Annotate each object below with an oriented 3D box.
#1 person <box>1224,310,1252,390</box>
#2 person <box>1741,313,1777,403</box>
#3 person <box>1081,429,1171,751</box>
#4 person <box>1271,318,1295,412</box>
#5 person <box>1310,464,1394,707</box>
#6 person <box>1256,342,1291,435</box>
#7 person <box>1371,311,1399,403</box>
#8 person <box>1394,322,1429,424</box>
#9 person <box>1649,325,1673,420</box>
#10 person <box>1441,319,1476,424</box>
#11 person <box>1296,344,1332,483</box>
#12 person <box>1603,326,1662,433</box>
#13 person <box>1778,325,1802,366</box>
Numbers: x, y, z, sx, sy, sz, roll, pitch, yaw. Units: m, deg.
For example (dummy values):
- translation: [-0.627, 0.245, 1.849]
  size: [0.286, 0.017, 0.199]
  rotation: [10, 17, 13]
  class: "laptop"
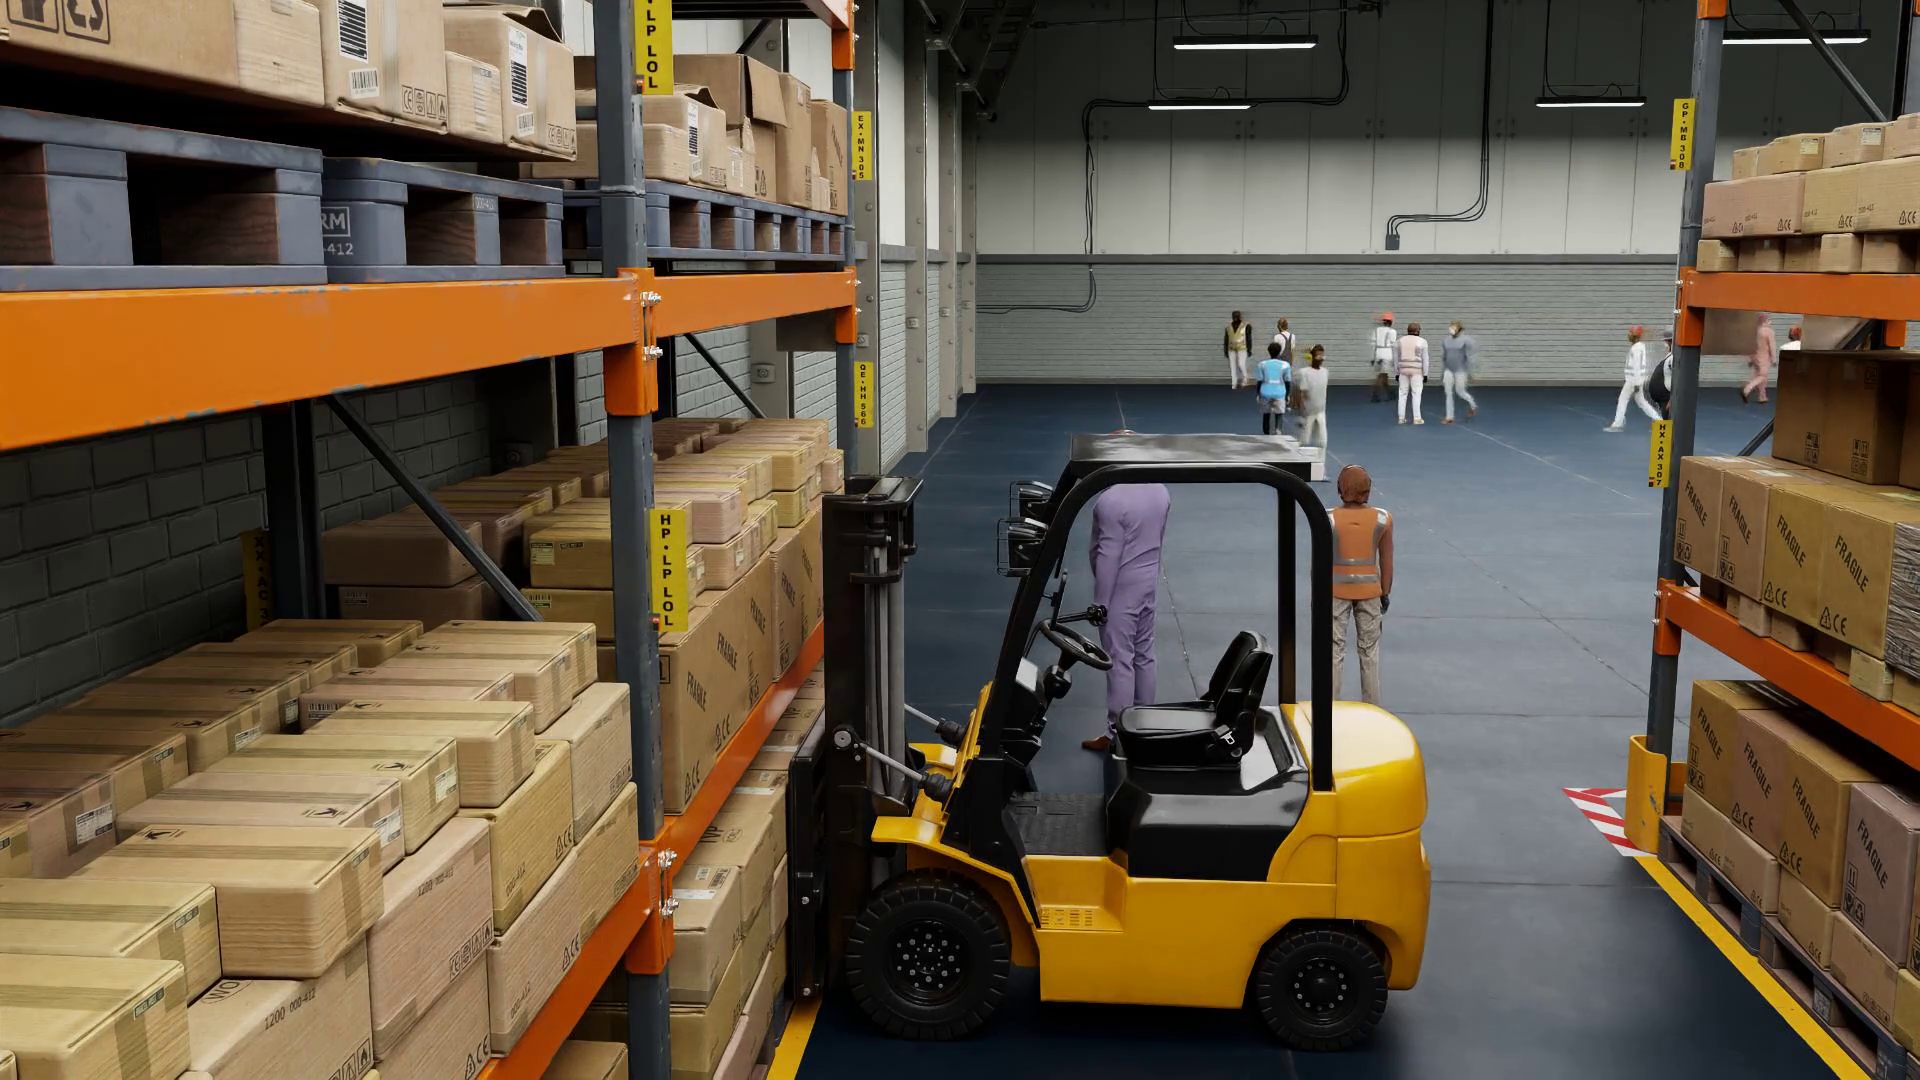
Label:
- translation: [6.400, -4.377, 38.388]
  size: [0.669, 1.836, 0.436]
  rotation: [6, 11, 30]
  class: "person"
- translation: [16.566, -3.754, 34.464]
  size: [0.769, 1.886, 0.636]
  rotation: [-2, 10, -10]
  class: "person"
- translation: [0.962, 0.300, 9.829]
  size: [0.409, 1.909, 0.642]
  rotation: [7, 12, 36]
  class: "person"
- translation: [6.315, -3.414, 32.545]
  size: [0.504, 1.839, 0.344]
  rotation: [-6, 11, -30]
  class: "person"
- translation: [2.428, 0.352, 10.322]
  size: [0.513, 1.641, 0.307]
  rotation: [0, 9, 0]
  class: "person"
- translation: [4.924, -2.274, 26.128]
  size: [0.540, 1.682, 0.626]
  rotation: [2, 10, 11]
  class: "person"
- translation: [8.997, -3.832, 34.880]
  size: [0.965, 1.893, 0.569]
  rotation: [-5, 11, -30]
  class: "person"
- translation: [8.180, -3.014, 30.114]
  size: [0.630, 1.840, 0.429]
  rotation: [7, 12, 37]
  class: "person"
- translation: [10.046, -2.035, 23.574]
  size: [0.536, 2.000, 0.676]
  rotation: [4, 10, 22]
  class: "person"
- translation: [9.042, -3.044, 30.081]
  size: [0.672, 1.922, 0.641]
  rotation: [-7, 12, -36]
  class: "person"
- translation: [4.671, -1.703, 22.191]
  size: [0.518, 1.841, 0.842]
  rotation: [-4, 10, -25]
  class: "person"
- translation: [11.617, -2.743, 28.480]
  size: [0.936, 1.854, 0.581]
  rotation: [6, 11, 32]
  class: "person"
- translation: [14.192, -2.718, 28.233]
  size: [0.578, 1.867, 0.685]
  rotation: [0, 9, 2]
  class: "person"
